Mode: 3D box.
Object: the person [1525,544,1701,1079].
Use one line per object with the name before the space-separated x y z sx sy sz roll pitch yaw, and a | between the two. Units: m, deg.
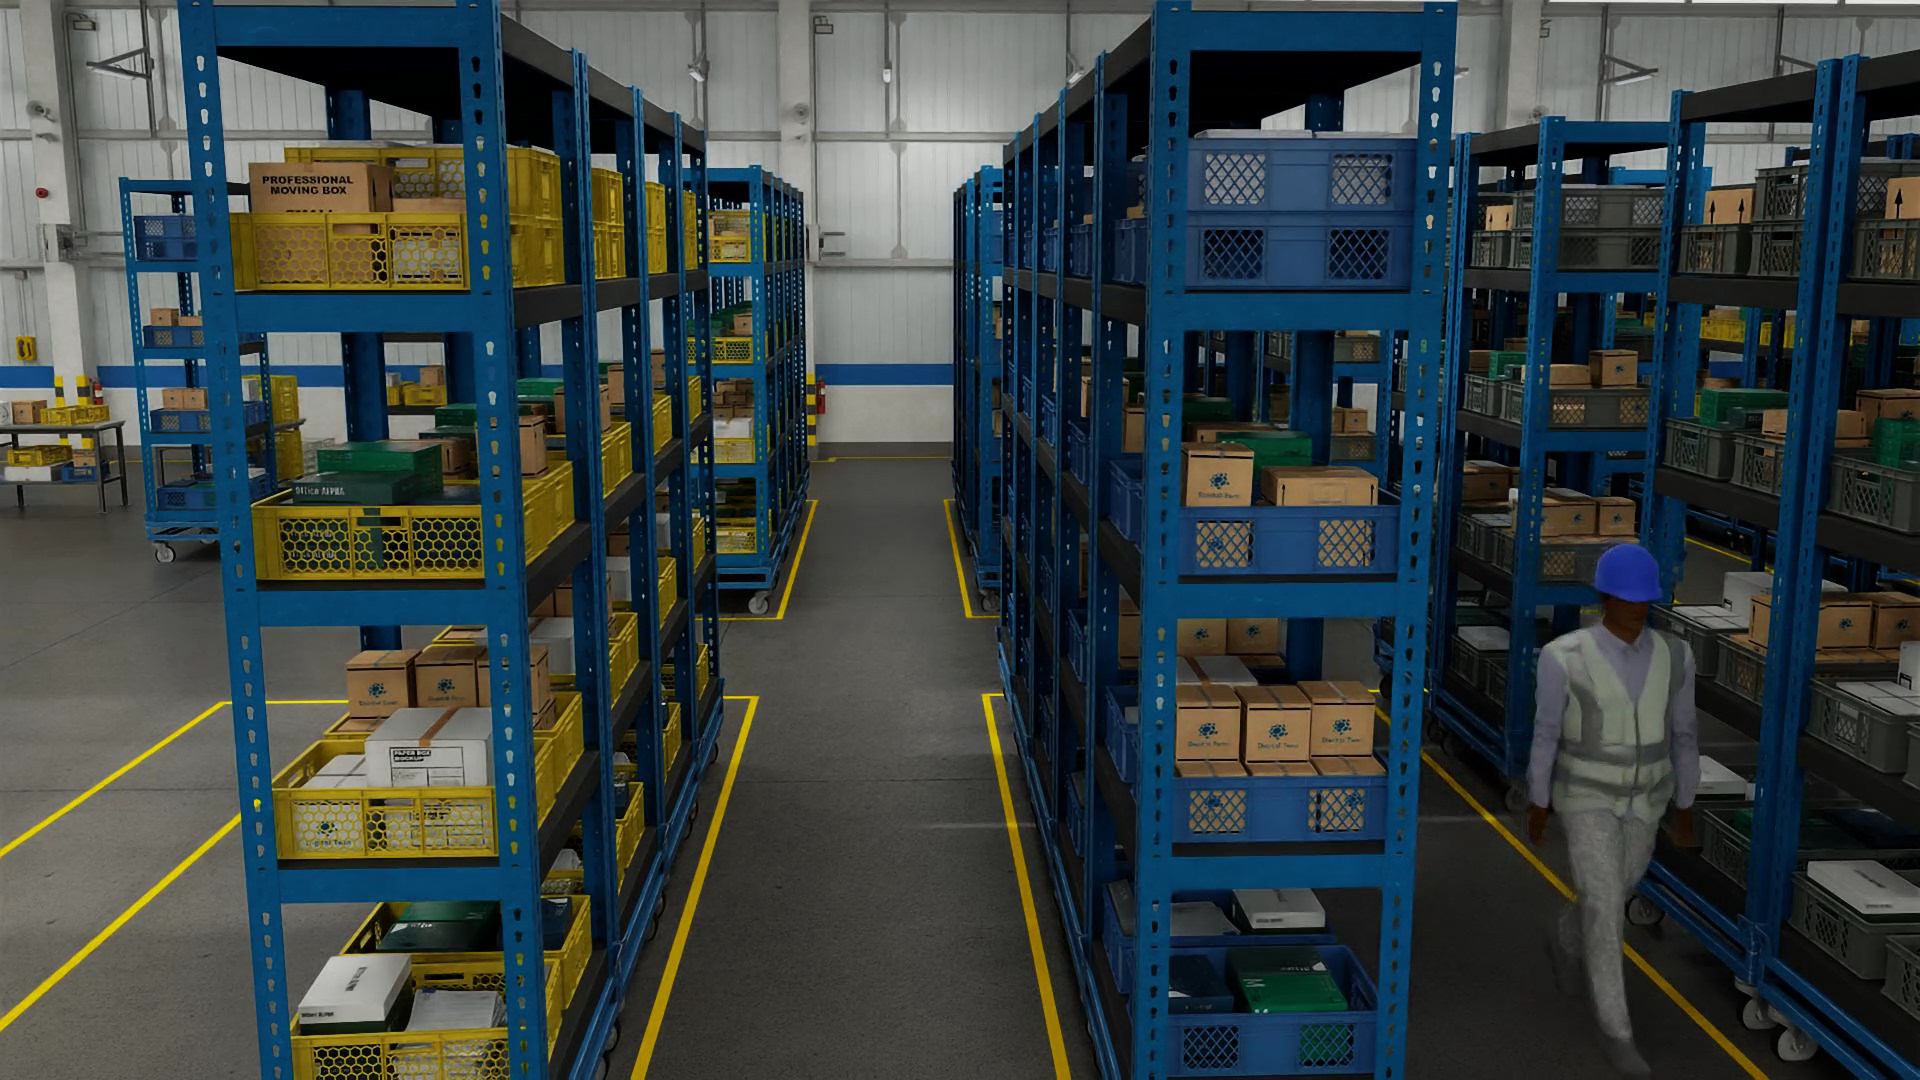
person | 2.431 0.934 6.248 0.616 1.912 0.948 -1 10 -6
